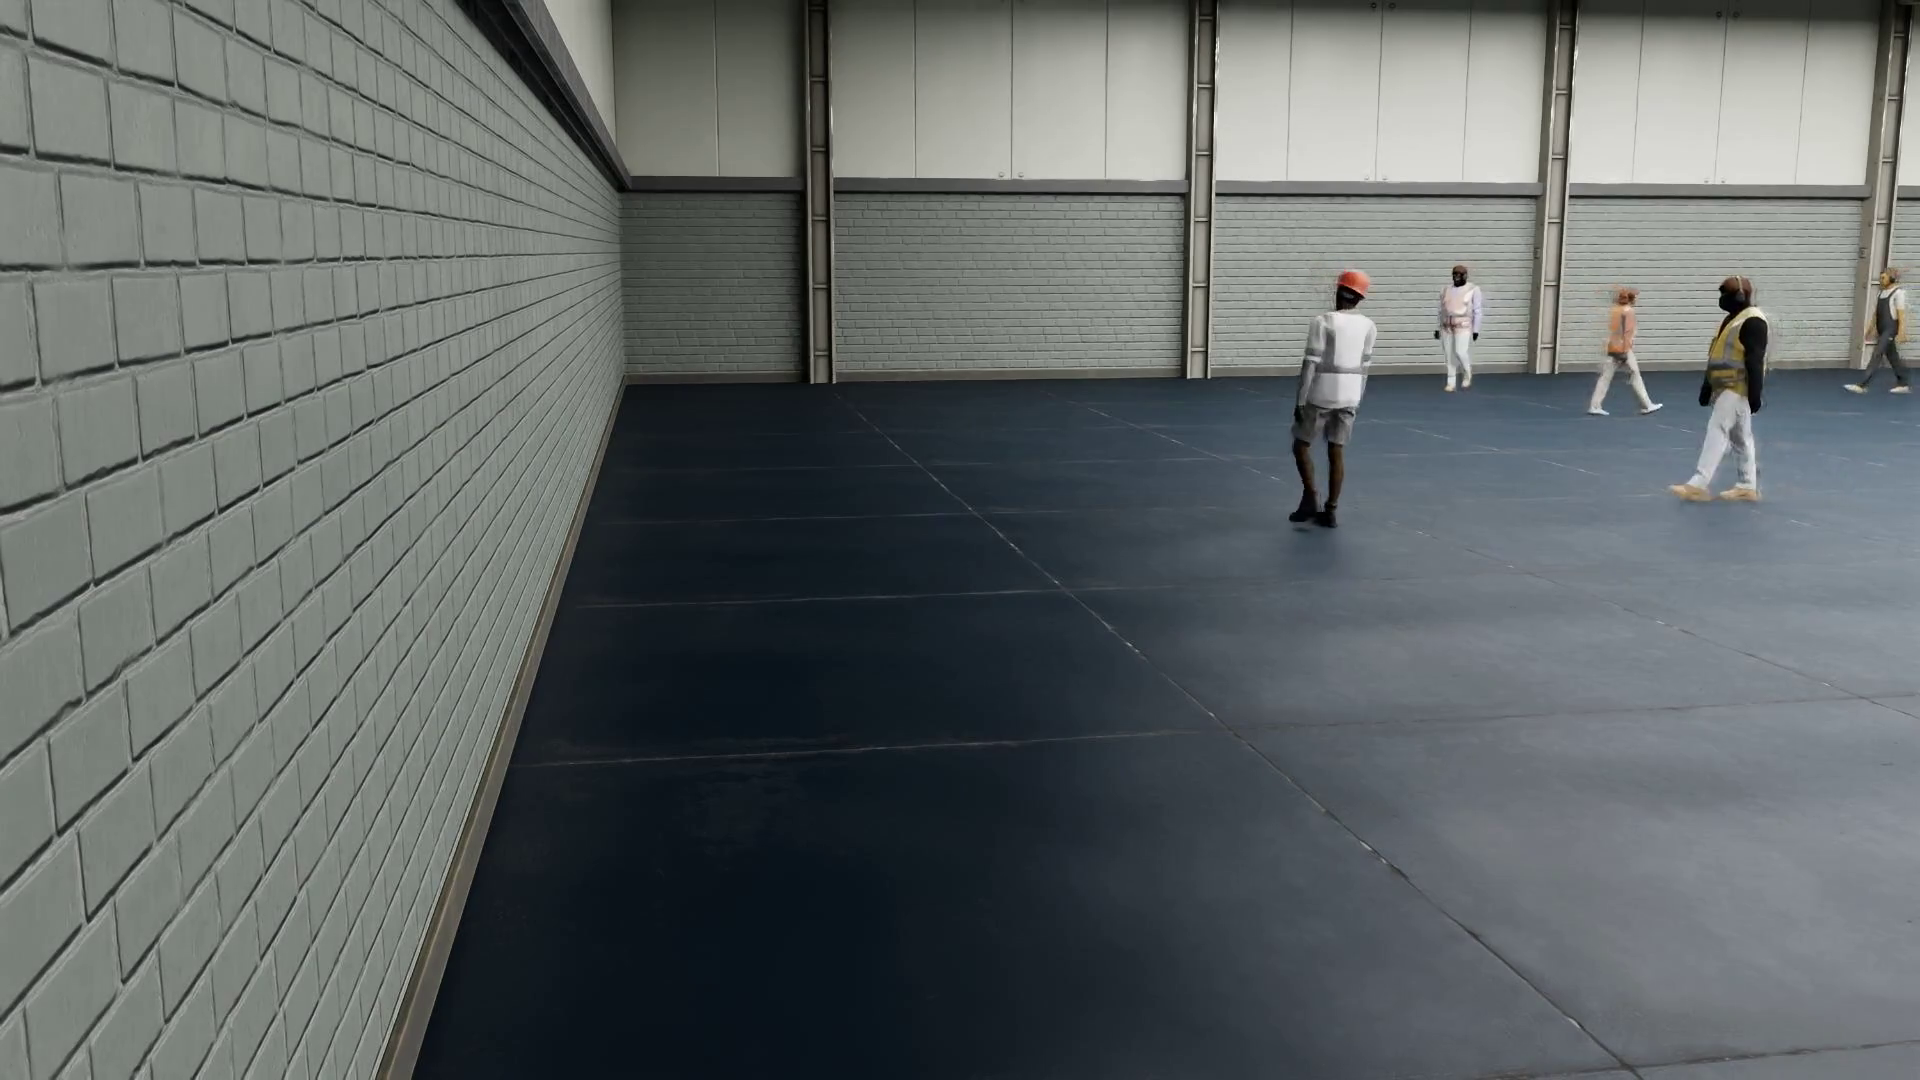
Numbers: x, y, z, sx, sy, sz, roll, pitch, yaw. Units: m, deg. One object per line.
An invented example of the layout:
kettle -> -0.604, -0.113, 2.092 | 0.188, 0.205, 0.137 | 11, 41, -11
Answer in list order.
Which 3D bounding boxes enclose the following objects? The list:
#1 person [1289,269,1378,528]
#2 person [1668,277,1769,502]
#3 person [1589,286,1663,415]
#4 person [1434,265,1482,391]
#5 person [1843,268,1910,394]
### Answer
person -> 2.746, -1.023, 12.191 | 0.649, 1.891, 0.421 | -3, 10, -17
person -> 6.120, -1.209, 13.459 | 0.851, 1.809, 0.664 | 1, 10, 7
person -> 8.196, -2.317, 20.463 | 0.866, 1.581, 0.534 | -1, 10, -4
person -> 7.177, -3.058, 24.051 | 0.634, 1.826, 0.443 | 9, 13, 41
person -> 13.094, -2.955, 23.579 | 0.984, 1.791, 0.533 | 0, 10, 1
